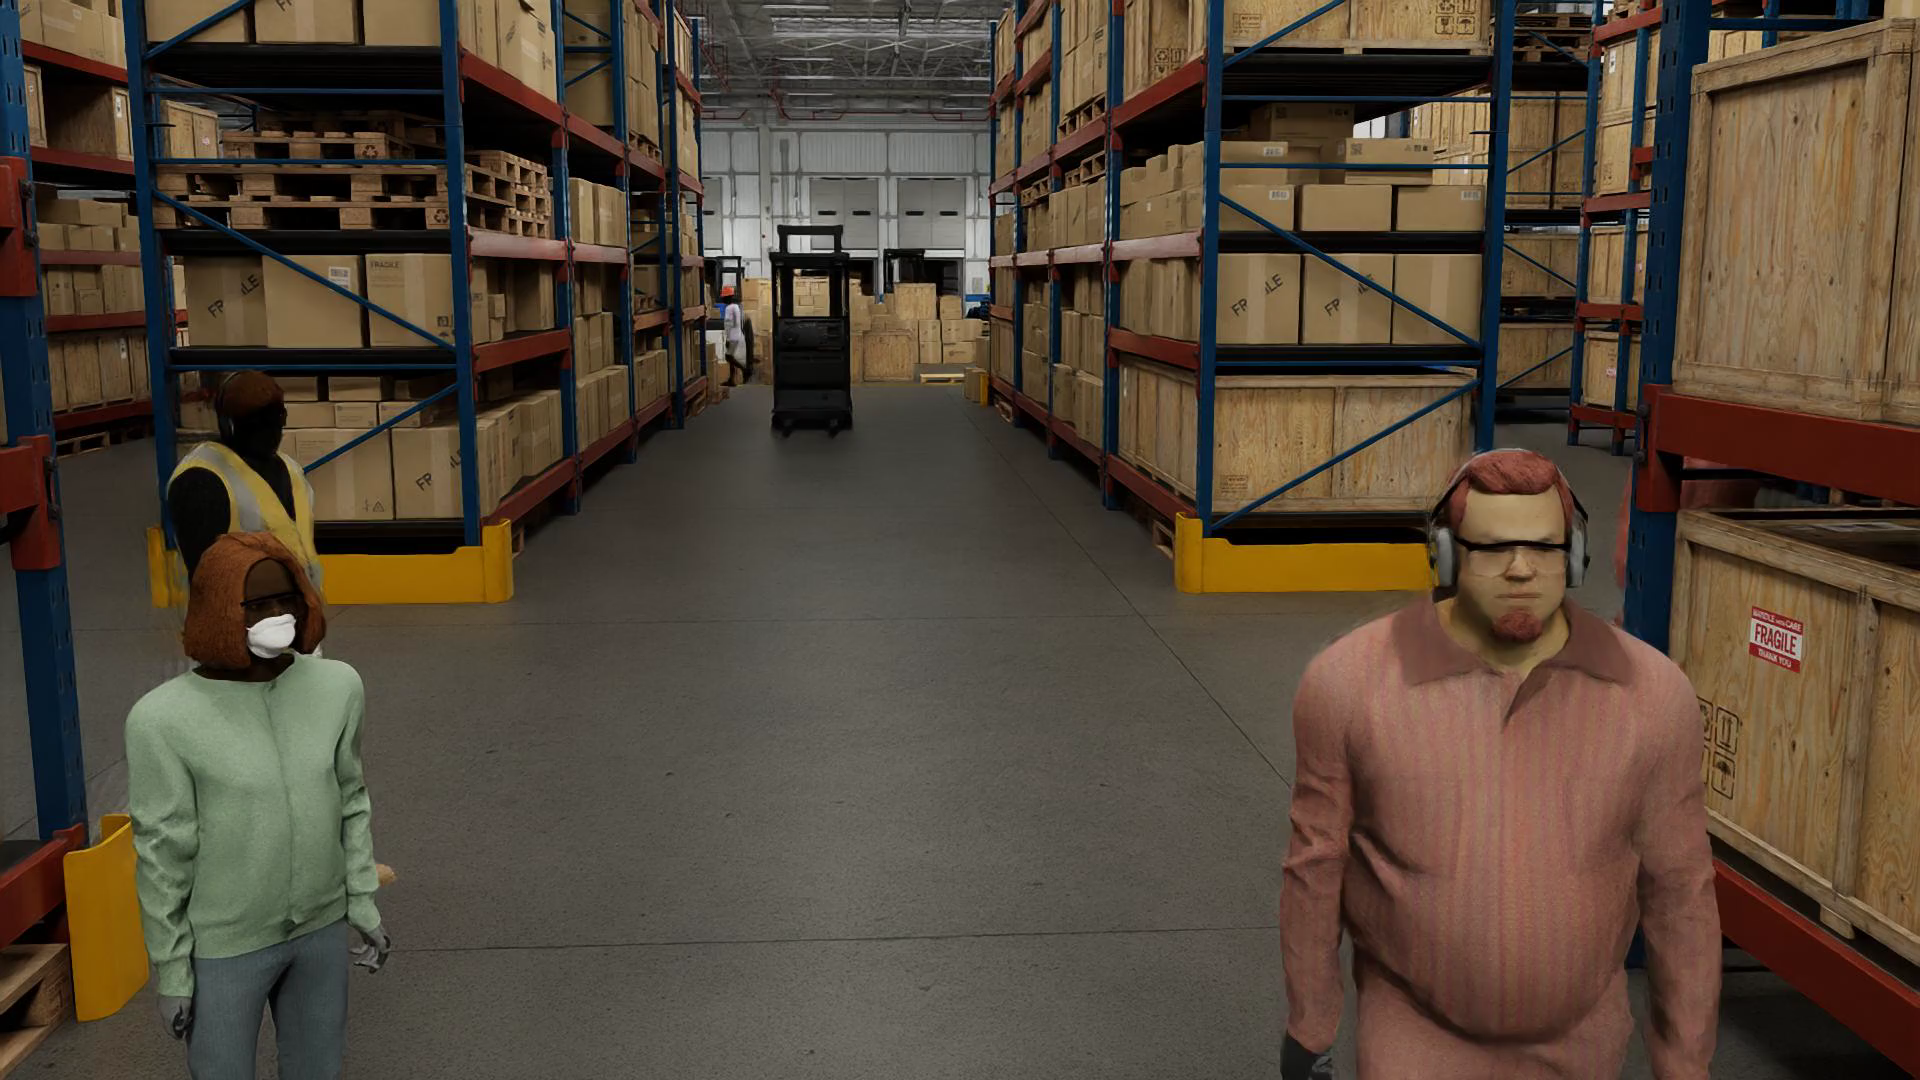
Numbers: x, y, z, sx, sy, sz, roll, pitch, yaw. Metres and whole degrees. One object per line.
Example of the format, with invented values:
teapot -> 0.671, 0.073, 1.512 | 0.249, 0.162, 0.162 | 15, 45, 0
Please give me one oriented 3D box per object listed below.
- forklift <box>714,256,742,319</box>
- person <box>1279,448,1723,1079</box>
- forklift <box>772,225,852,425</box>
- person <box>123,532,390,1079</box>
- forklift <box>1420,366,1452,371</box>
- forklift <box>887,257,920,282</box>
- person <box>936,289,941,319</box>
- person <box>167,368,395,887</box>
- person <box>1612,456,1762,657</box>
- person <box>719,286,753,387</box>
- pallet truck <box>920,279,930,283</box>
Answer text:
forklift -> -8.560, -9.153, 61.804 | 1.129, 2.768, 1.873 | -1, 9, -4
person -> 0.857, 0.779, 2.652 | 0.664, 1.852, 0.986 | 1, 9, 5
forklift -> -2.119, -3.098, 23.783 | 1.129, 2.768, 1.873 | -1, 9, -4
person -> -1.357, 0.790, 3.273 | 0.285, 1.633, 0.500 | 6, 11, 33
forklift -> 5.165, -2.515, 20.121 | 1.129, 2.768, 1.873 | -1, 9, -4
forklift -> -1.517, -6.422, 44.653 | 1.129, 2.768, 1.873 | -1, 9, -4
person -> -0.798, -8.284, 60.226 | 0.881, 1.646, 0.598 | 5, 10, 29
person -> -2.384, 0.330, 5.582 | 0.729, 1.818, 0.649 | 1, 9, 9
person -> 2.368, 0.275, 5.784 | 0.925, 1.870, 0.647 | -1, 9, -7
person -> -4.255, -3.833, 31.433 | 0.579, 1.912, 0.566 | 2, 9, 10
pallet truck -> -0.932, -8.922, 63.114 | 1.885, 1.965, 0.823 | 2, 9, 13
